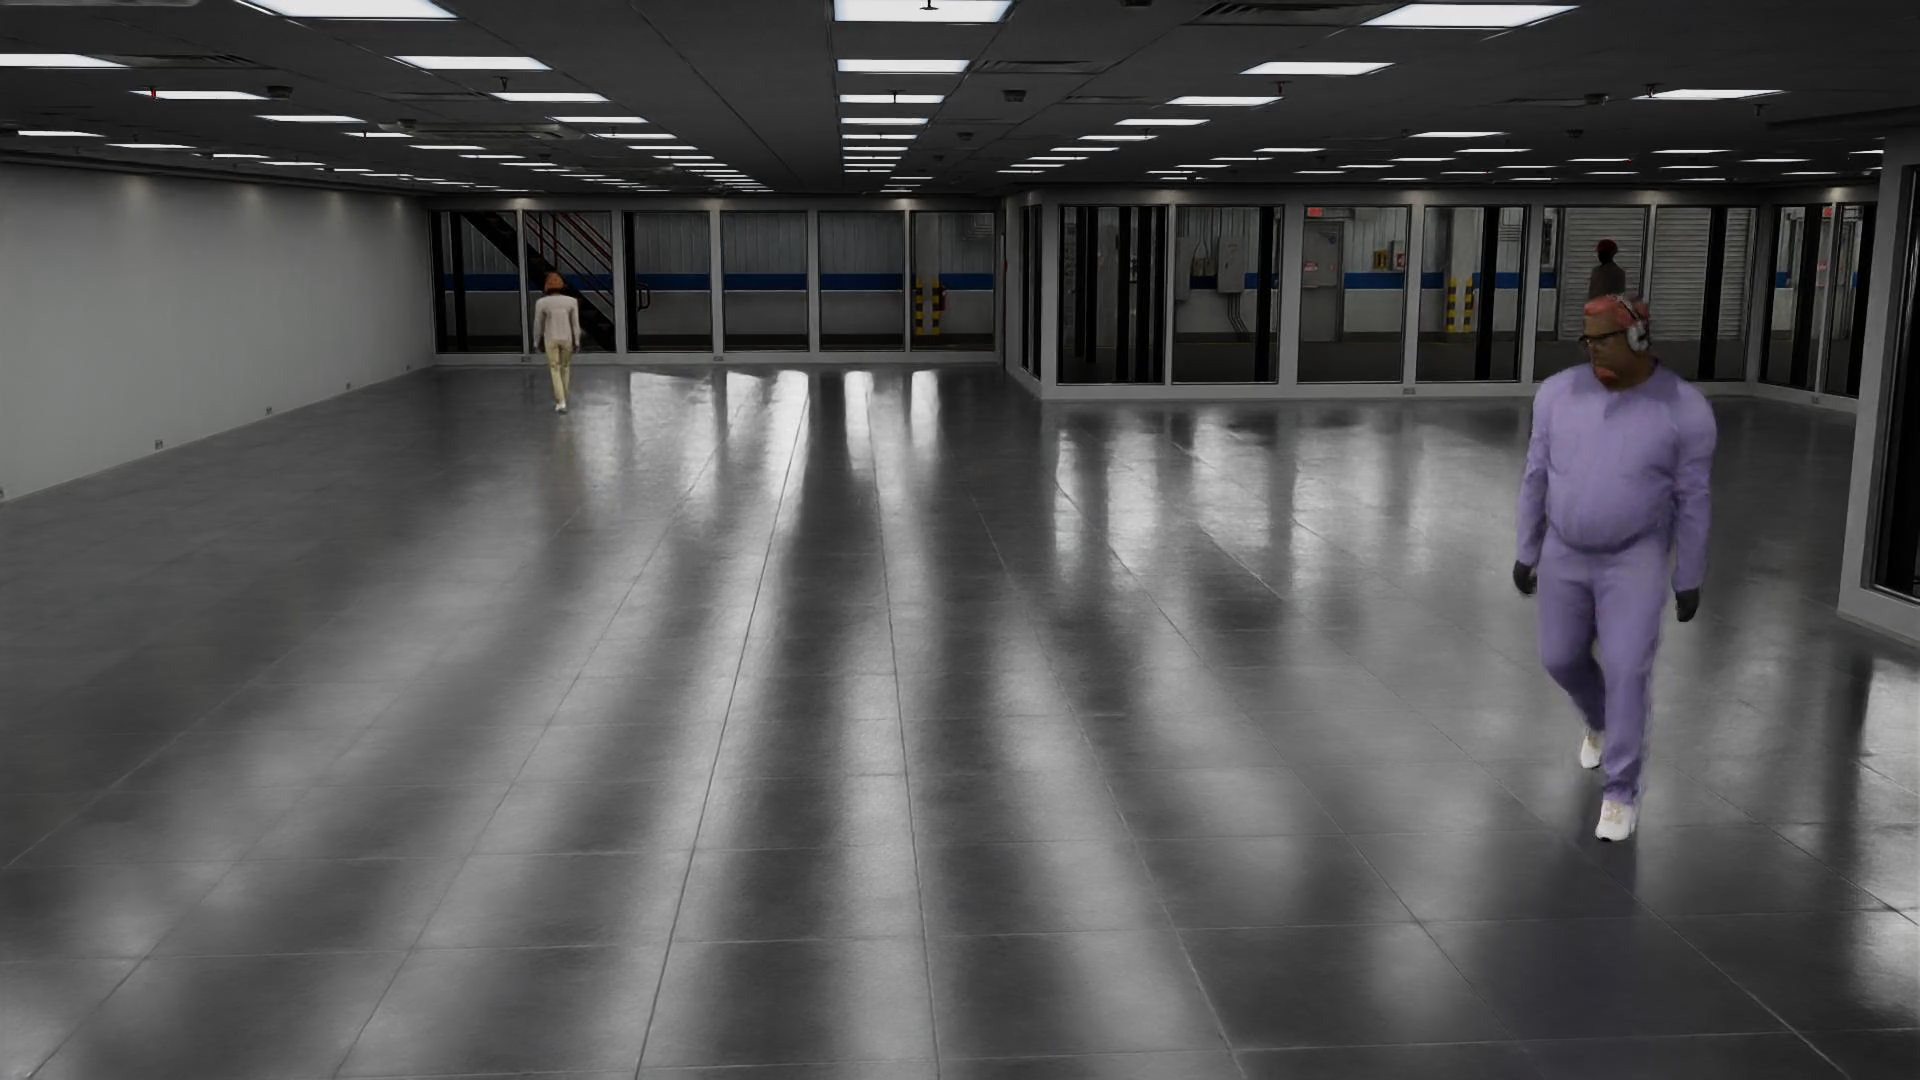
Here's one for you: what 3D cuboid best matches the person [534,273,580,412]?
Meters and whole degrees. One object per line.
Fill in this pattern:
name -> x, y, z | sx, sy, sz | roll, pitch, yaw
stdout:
person -> -4.705, -2.304, 19.421 | 0.517, 1.609, 0.698 | -5, 12, -27

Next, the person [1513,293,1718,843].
person -> 2.341, 0.055, 5.971 | 0.663, 1.880, 0.777 | 8, 13, 38
